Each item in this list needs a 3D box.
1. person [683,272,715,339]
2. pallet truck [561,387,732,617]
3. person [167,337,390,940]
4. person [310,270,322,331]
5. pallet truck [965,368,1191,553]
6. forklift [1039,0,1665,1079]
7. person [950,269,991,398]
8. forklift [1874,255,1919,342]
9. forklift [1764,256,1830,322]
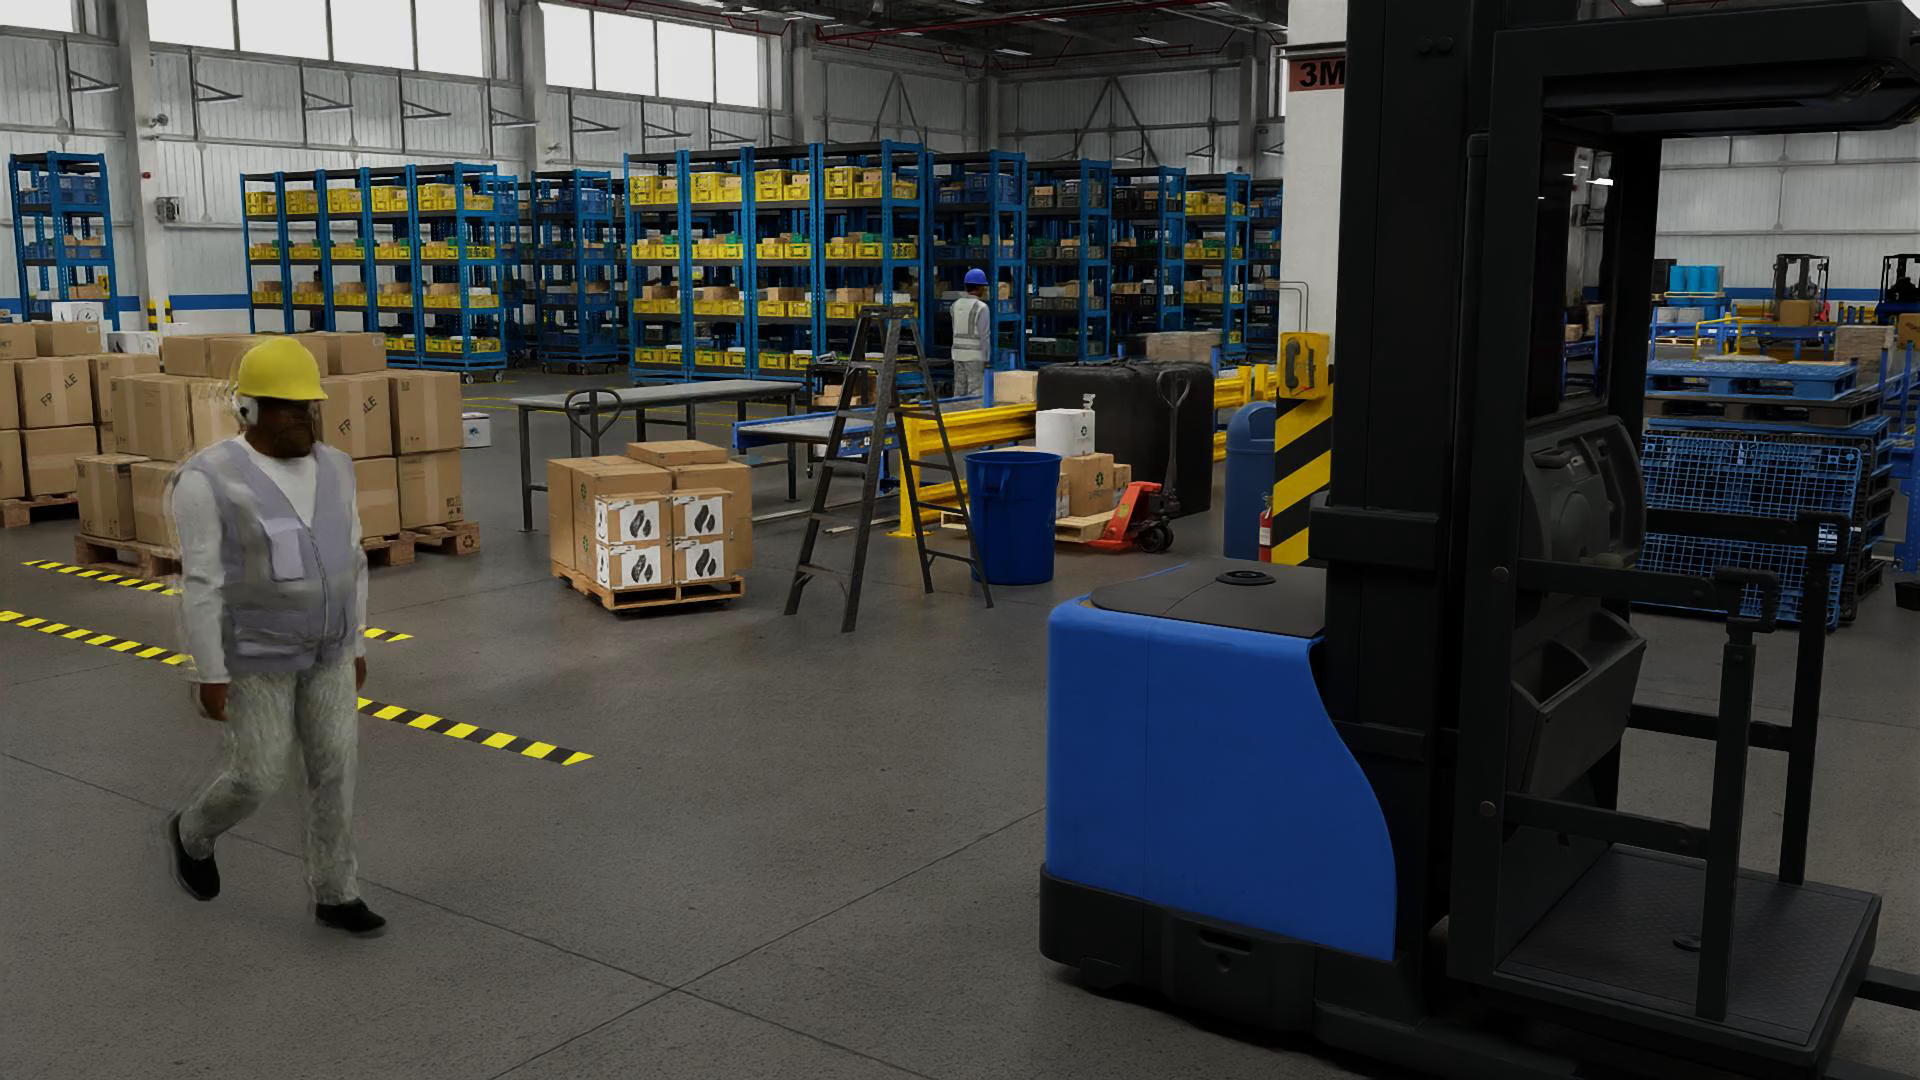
[{"bbox_3d":[-4.619,-3.816,29.409,0.589,1.824,0.403,-3,10,-17],"label":"person"},{"bbox_3d":[-1.981,-0.274,10.088,0.680,1.201,1.601,-5,11,-28],"label":"pallet truck"},{"bbox_3d":[-2.070,0.298,4.977,0.660,1.809,0.593,6,11,33],"label":"person"},{"bbox_3d":[-12.104,-4.195,31.587,0.566,1.850,0.389,4,10,21],"label":"person"},{"bbox_3d":[0.845,-0.609,11.869,1.630,1.274,0.653,7,12,35],"label":"pallet truck"},{"bbox_3d":[1.249,-0.137,4.360,1.873,2.768,1.129,7,12,35],"label":"forklift"},{"bbox_3d":[0.137,-2.020,18.389,0.417,1.940,0.601,-8,12,-39],"label":"person"},{"bbox_3d":[22.089,-5.634,38.796,1.157,1.987,2.680,6,11,33],"label":"forklift"},{"bbox_3d":[20.253,-5.854,40.139,1.157,1.987,2.680,7,12,35],"label":"forklift"}]
